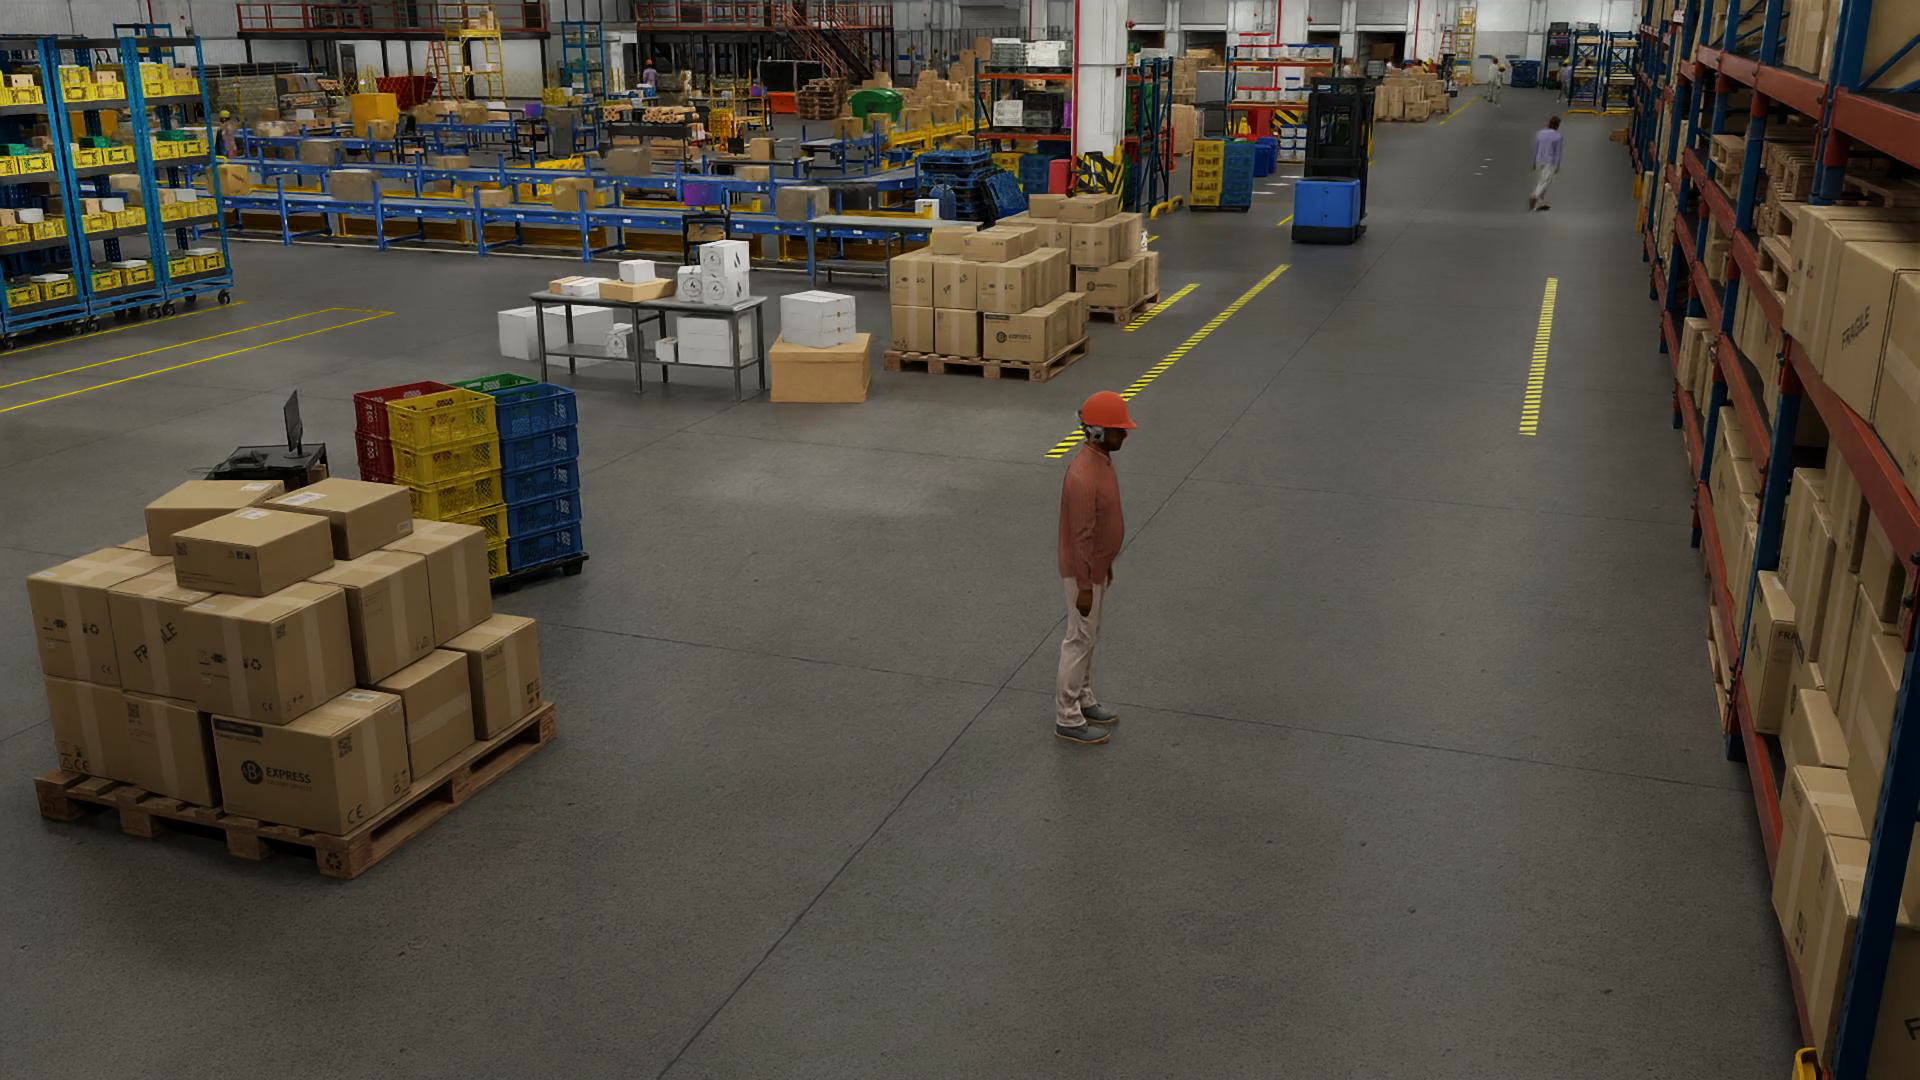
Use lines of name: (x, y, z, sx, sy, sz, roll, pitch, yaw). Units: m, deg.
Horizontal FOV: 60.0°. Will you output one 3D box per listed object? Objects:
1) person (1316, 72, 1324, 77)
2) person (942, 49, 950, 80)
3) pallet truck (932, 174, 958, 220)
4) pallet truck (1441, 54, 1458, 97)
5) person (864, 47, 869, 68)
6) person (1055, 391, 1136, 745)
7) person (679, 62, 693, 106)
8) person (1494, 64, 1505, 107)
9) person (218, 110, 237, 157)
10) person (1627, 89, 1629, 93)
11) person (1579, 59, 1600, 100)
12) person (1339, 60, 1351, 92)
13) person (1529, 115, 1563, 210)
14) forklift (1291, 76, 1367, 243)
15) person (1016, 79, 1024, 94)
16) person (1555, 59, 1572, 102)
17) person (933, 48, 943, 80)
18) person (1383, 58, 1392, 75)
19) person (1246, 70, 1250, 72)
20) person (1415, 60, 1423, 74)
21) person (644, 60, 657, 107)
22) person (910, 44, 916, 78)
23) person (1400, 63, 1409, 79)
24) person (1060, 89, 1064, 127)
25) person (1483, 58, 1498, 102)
person: (12.287, -15.081, 57.102, 0.509, 1.915, 0.565, 6, 19, 18)
person: (-0.783, -25.993, 91.404, 0.547, 1.917, 0.691, 5, 18, 14)
pallet truck: (-0.507, -5.292, 27.348, 0.653, 1.274, 1.630, 6, 19, 19)
pallet truck: (22.765, -21.886, 78.355, 0.823, 1.965, 1.885, -4, 18, -14)
person: (-5.679, -28.746, 100.173, 0.431, 1.842, 0.659, 5, 18, 16)
person: (0.740, 0.154, 9.137, 0.412, 1.987, 0.607, 4, 18, 12)
person: (-11.456, -19.055, 69.682, 0.710, 1.863, 0.581, 11, 21, 30)
person: (22.949, -19.303, 70.653, 0.323, 1.742, 0.492, 8, 19, 24)
person: (-16.567, -8.830, 37.709, 0.312, 1.768, 0.529, -11, 21, -31)
person: (32.449, -22.267, 79.718, 0.588, 1.892, 0.636, 9, 20, 26)
person: (28.216, -20.601, 74.533, 0.945, 1.877, 0.595, 6, 19, 19)
person: (16.732, -19.894, 72.297, 0.645, 1.887, 1.044, -17, 24, -42)
person: (11.812, -7.602, 33.614, 0.725, 1.913, 0.662, -12, 21, -34)
forklift: (6.598, -6.755, 29.381, 1.129, 2.768, 1.873, 6, 19, 19)
person: (2.216, -17.314, 64.017, 0.616, 1.982, 0.516, -14, 22, -37)
person: (27.083, -20.582, 74.466, 0.968, 1.869, 0.643, -10, 20, -28)
person: (-1.421, -27.821, 97.203, 0.980, 1.871, 0.604, 8, 19, 22)
person: (20.524, -22.243, 79.834, 0.947, 1.790, 0.633, 7, 19, 21)
person: (11.078, -17.279, 64.275, 0.451, 1.746, 0.538, 12, 21, 33)
person: (22.365, -22.623, 81.232, 0.542, 1.650, 0.879, -10, 20, -29)
person: (-12.452, -18.229, 66.818, 0.393, 2.038, 0.606, 16, 23, 40)
person: (-2.844, -29.050, 100.869, 0.396, 1.992, 0.623, -2, 18, -6)
person: (18.605, -19.170, 70.108, 0.966, 1.816, 0.549, 17, 24, 42)
person: (2.953, -12.061, 47.834, 0.587, 1.785, 0.933, 7, 19, 21)
person: (23.763, -20.513, 74.168, 0.440, 1.927, 0.642, 0, 18, -1)
